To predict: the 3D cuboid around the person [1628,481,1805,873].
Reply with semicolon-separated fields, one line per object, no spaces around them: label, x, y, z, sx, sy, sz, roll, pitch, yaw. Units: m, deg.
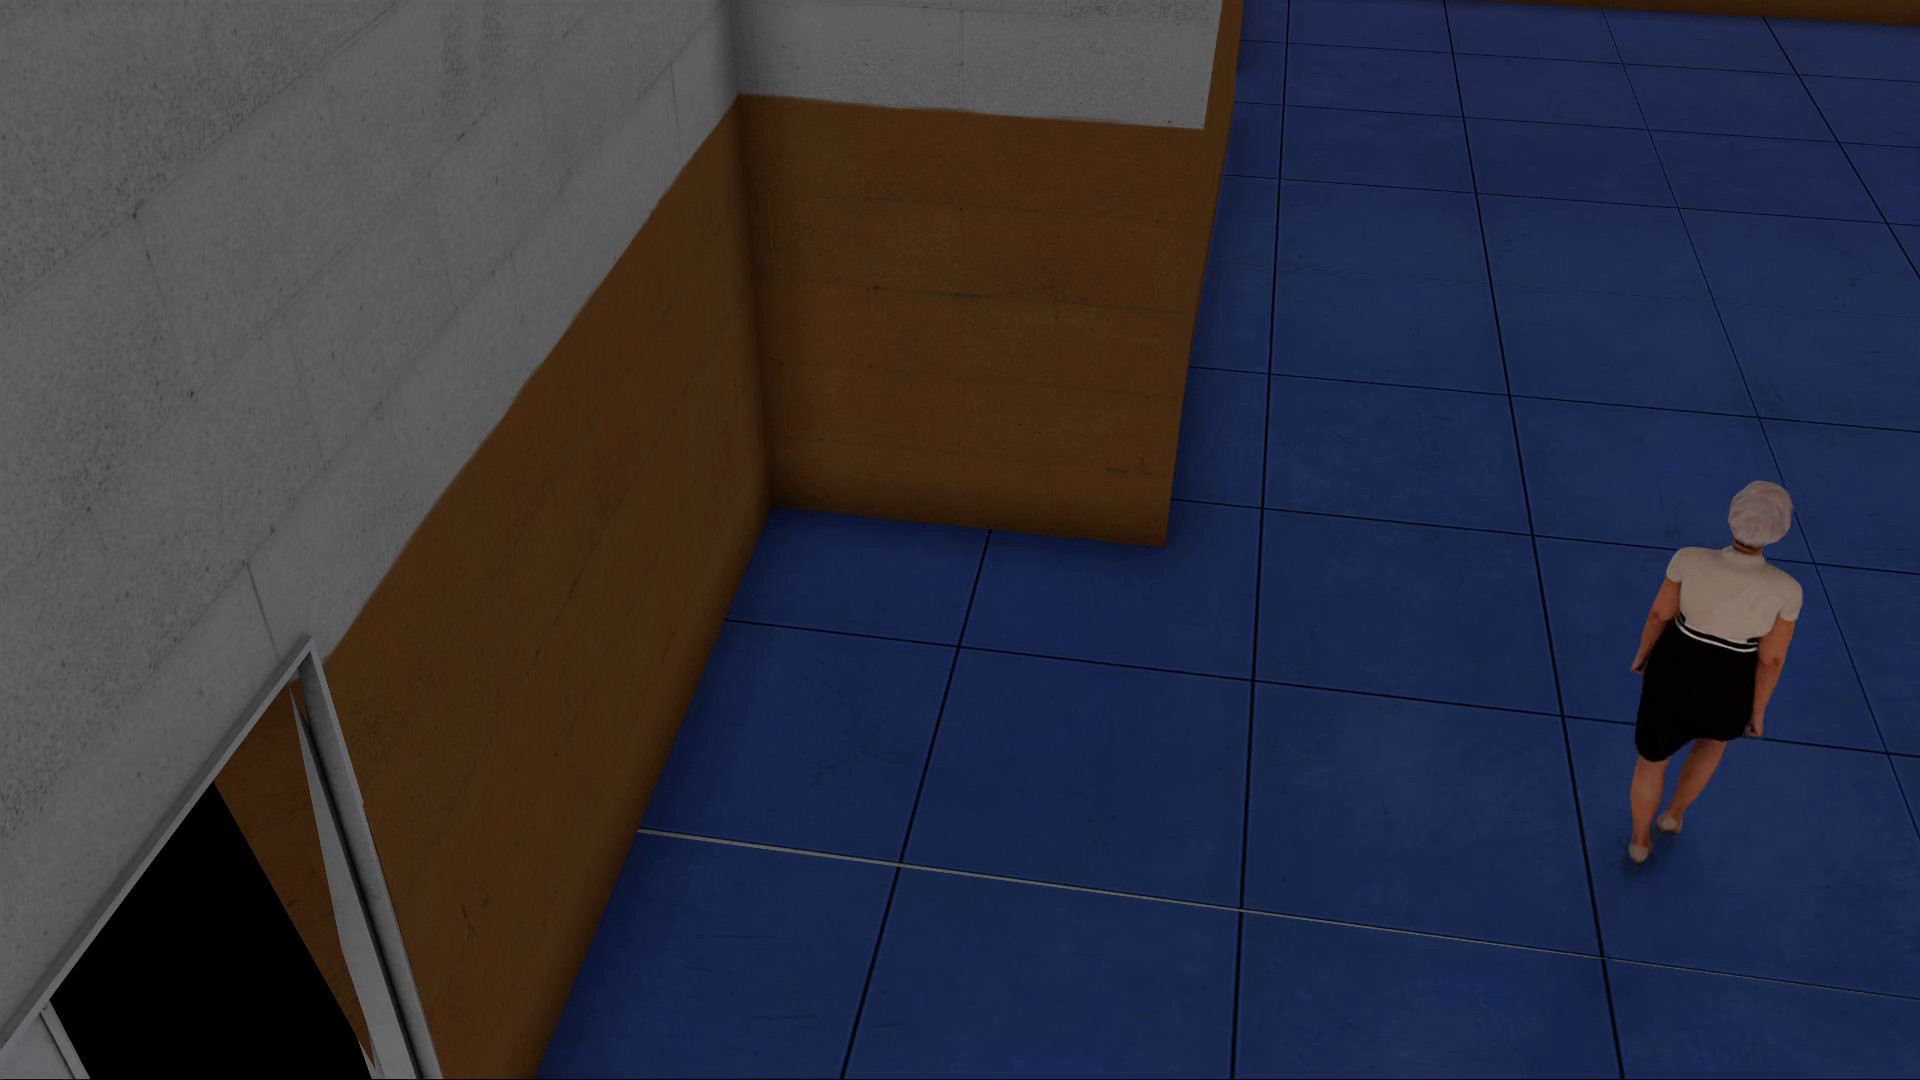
person;2.659;0.582;6.023;0.735;1.743;0.822;20;41;24
